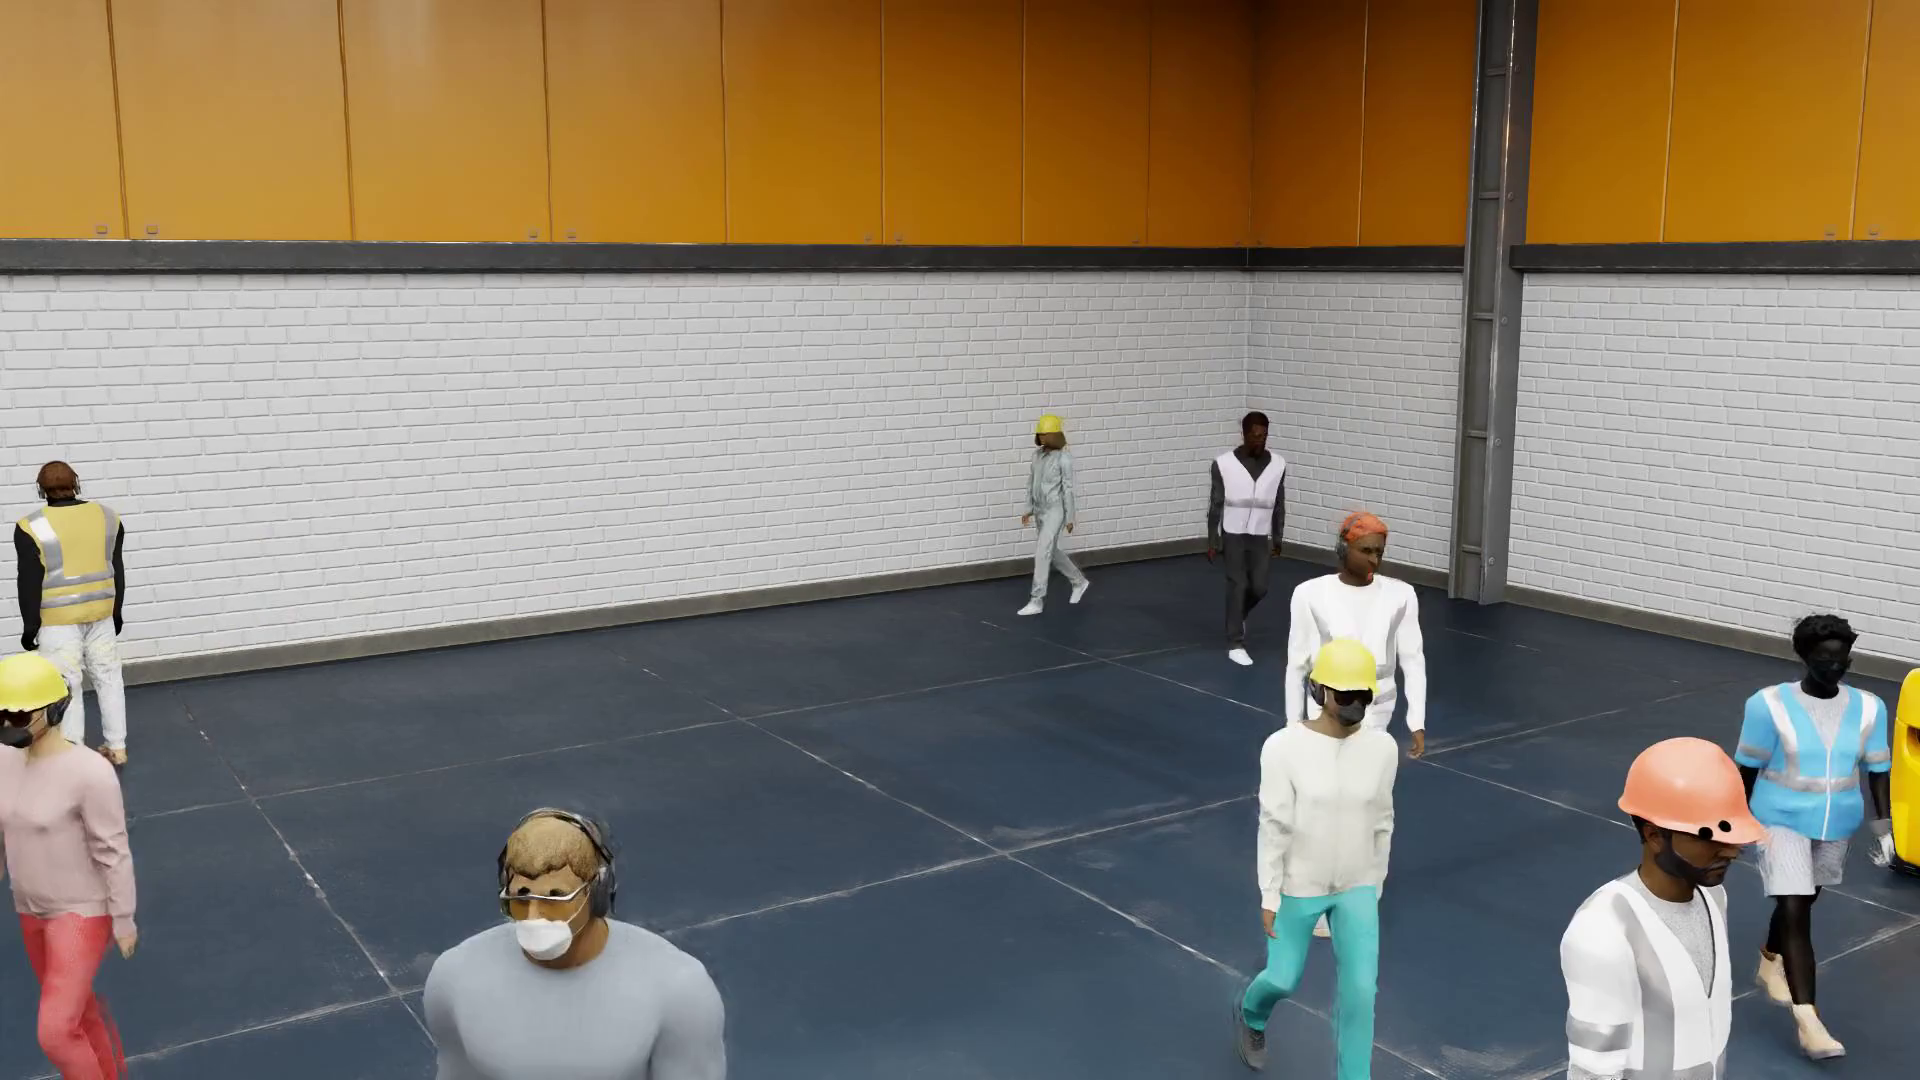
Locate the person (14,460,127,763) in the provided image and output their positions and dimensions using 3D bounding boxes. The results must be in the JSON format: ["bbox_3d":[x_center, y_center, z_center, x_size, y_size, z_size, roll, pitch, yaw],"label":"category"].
[{"bbox_3d":[-5.180,0.451,9.699,0.430,1.841,0.624,6,11,32],"label":"person"}]

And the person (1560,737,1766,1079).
[{"bbox_3d":[1.579,1.383,3.786,0.548,1.936,0.378,-8,12,-40],"label":"person"}]

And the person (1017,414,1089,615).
[{"bbox_3d":[0.817,-0.241,14.249,0.808,1.710,0.484,-6,11,-32],"label":"person"}]

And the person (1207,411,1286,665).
[{"bbox_3d":[2.127,-0.044,12.526,0.629,1.894,0.650,-2,10,-12],"label":"person"}]

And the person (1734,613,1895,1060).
[{"bbox_3d":[3.275,1.095,6.368,0.551,1.644,0.861,0,9,2],"label":"person"}]

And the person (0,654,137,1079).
[{"bbox_3d":[-2.939,1.220,5.353,0.543,1.749,0.563,4,10,23],"label":"person"}]

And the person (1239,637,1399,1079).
[{"bbox_3d":[1.231,1.157,5.749,0.524,1.738,0.772,-2,10,-10],"label":"person"}]

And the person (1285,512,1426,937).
[{"bbox_3d":[1.776,0.809,7.450,0.596,1.862,0.615,-1,9,-4],"label":"person"}]

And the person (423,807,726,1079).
[{"bbox_3d":[-0.790,1.468,3.429,0.653,1.882,1.007,1,9,4],"label":"person"}]

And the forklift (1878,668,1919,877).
[{"bbox_3d":[5.511,0.571,7.906,2.313,2.155,1.214,-6,11,-33],"label":"forklift"}]
